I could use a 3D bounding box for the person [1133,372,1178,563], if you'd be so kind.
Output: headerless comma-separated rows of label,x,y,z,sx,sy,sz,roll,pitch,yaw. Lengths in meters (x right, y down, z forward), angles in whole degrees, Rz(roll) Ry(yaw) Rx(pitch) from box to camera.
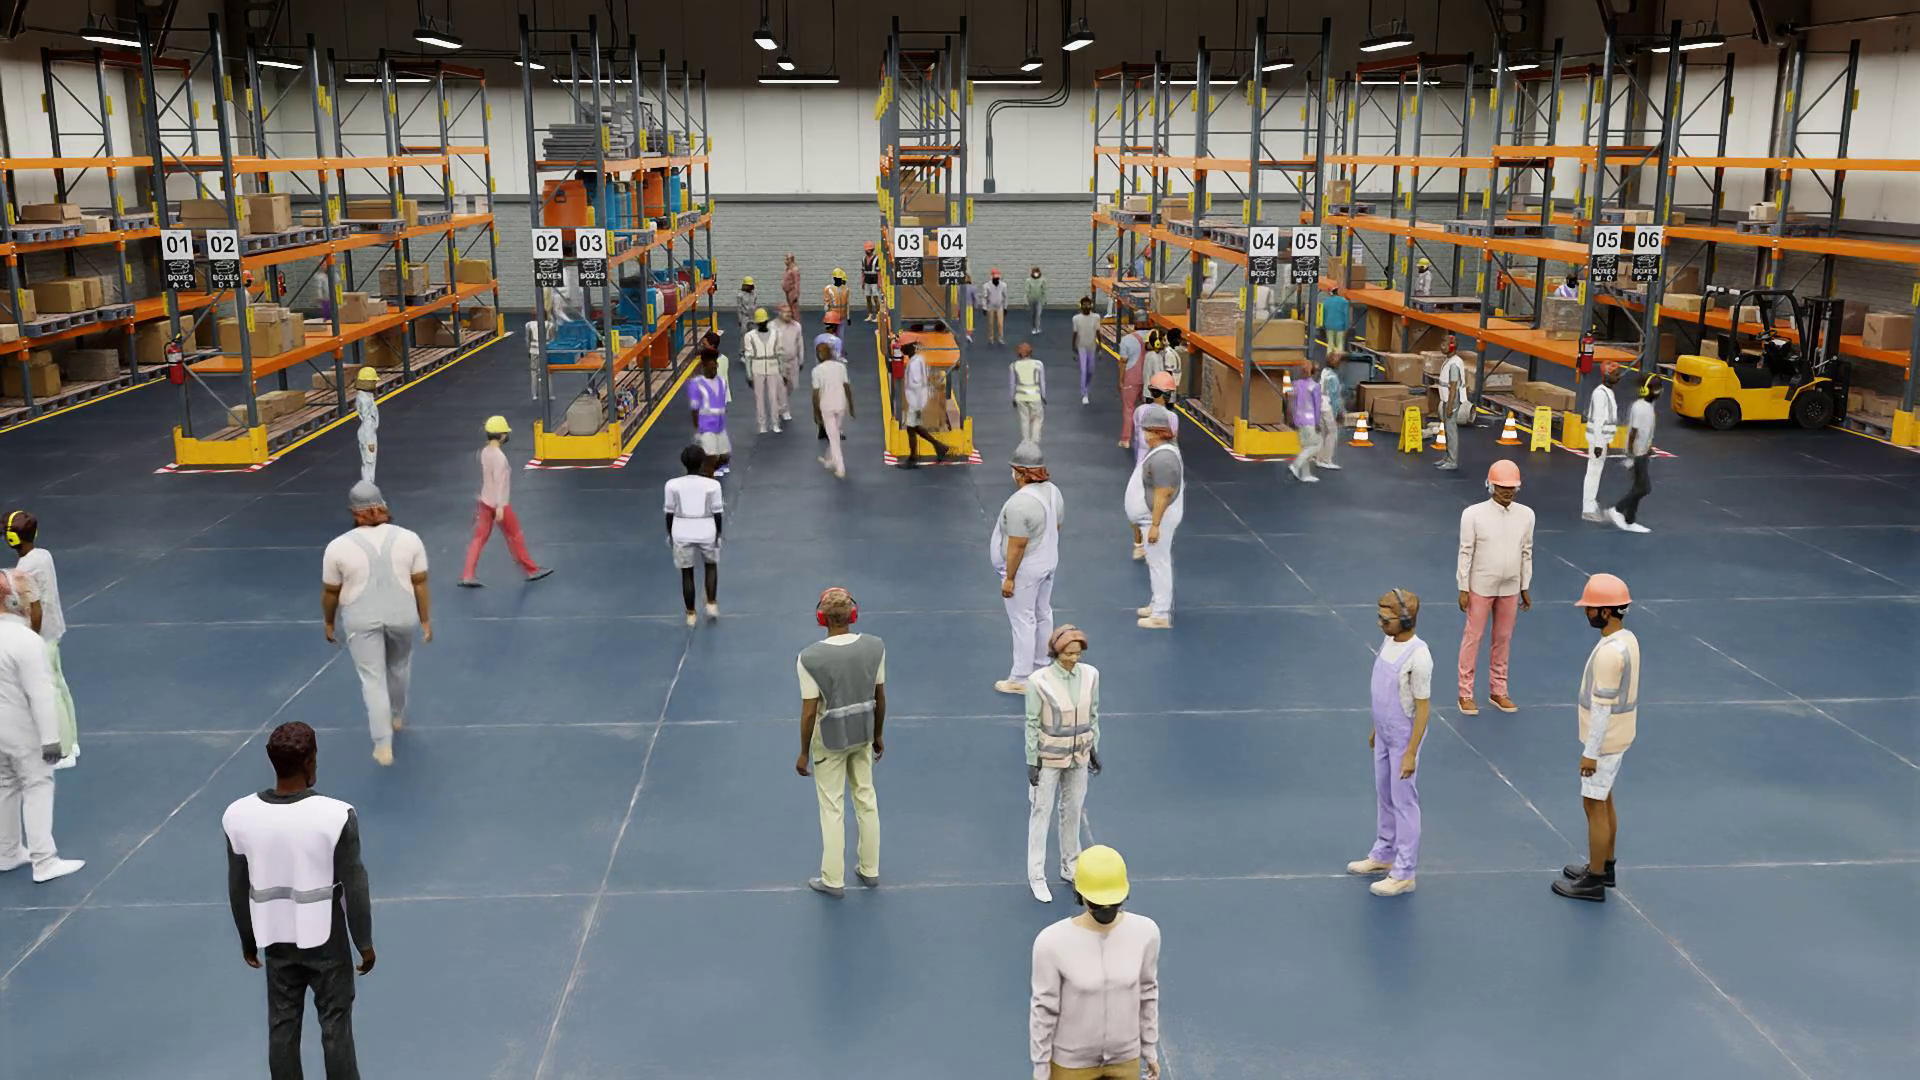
person,2.081,-0.755,17.496,0.417,2.035,0.602,-10,17,-37

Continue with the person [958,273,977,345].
person,0.124,-5.079,36.687,0.515,1.615,0.419,2,13,8

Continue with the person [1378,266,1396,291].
person,9.717,-5.386,37.824,0.318,1.697,0.535,-8,15,-30

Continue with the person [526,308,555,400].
person,-7.260,-3.231,28.836,0.510,1.629,0.316,0,13,1

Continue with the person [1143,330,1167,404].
person,2.683,-1.954,22.934,0.311,1.865,0.560,-2,13,-8

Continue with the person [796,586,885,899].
person,-0.678,1.183,9.679,0.570,1.840,0.373,-9,16,-33

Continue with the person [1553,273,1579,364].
person,12.338,-4.494,33.733,0.619,1.845,0.430,-2,13,-8

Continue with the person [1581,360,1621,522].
person,7.542,-1.169,19.562,0.356,1.881,0.575,7,15,27

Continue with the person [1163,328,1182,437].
person,3.157,-2.337,24.925,0.320,1.684,0.541,3,14,12

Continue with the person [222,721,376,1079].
person,-2.853,1.723,7.233,0.597,1.916,0.372,1,13,4

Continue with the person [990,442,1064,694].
person,0.504,0.211,13.372,0.538,2.000,0.684,8,16,31

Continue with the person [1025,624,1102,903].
person,0.596,1.282,9.698,0.514,1.640,0.309,-8,15,-30

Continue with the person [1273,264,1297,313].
person,8.669,-6.762,43.880,0.494,1.580,0.842,-8,16,-31

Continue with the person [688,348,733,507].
person,-3.076,-1.385,20.325,0.522,1.948,0.613,11,17,38

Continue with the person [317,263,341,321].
person,-14.865,-5.734,39.287,0.559,1.700,0.942,-9,16,-34

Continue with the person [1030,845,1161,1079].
person,0.528,1.997,6.399,0.533,1.767,0.326,-4,14,-16

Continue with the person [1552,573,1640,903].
person,3.722,1.140,9.696,0.390,1.925,0.549,8,15,29

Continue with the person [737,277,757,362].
person,-4.329,-4.513,34.023,0.492,1.742,0.321,-13,18,-43

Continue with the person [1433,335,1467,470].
person,6.691,-1.871,22.645,0.392,1.836,0.561,2,13,8

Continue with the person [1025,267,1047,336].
person,1.769,-5.585,38.885,0.517,1.582,0.880,0,13,1

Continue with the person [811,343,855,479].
person,-1.743,-1.736,22.187,0.582,1.779,0.937,-9,16,-33

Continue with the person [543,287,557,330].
person,-8.935,-4.956,35.957,0.482,1.722,0.573,-2,13,-8

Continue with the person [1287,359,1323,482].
person,4.504,-1.534,21.635,0.439,1.626,0.530,-5,14,-18

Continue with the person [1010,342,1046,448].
person,0.966,-1.999,23.615,0.536,1.617,0.371,3,14,12

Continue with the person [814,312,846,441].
person,-1.921,-2.447,24.878,0.546,1.928,0.384,12,18,42

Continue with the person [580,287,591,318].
person,-9.080,-6.041,40.451,0.315,1.767,0.533,-1,13,-4

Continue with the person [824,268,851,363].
person,-2.477,-4.539,33.736,0.585,1.928,0.370,-9,16,-34

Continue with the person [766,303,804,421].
person,-2.845,-2.902,26.895,0.654,1.889,0.650,-7,15,-27

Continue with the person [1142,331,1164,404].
person,2.751,-2.132,23.938,0.297,1.744,0.487,-4,14,-18

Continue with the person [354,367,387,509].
person,-7.125,-1.228,20.127,0.325,1.736,0.485,-5,14,-22

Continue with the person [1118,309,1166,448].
person,2.616,-2.364,24.282,0.685,2.000,0.535,-4,14,-15

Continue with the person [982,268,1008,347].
person,0.791,-5.099,36.560,0.593,1.711,0.855,-2,13,-9

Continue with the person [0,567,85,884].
person,-5.606,1.095,9.929,0.661,1.904,0.399,6,15,25

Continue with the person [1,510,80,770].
person,-6.460,0.704,11.663,0.331,1.866,0.513,-4,14,-15

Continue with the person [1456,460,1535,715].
person,4.125,0.361,12.836,0.612,1.995,0.377,-2,13,-10

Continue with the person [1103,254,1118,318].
person,3.910,-6.557,42.904,0.513,1.640,0.311,-12,18,-41

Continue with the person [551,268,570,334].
person,-9.324,-5.713,38.859,0.743,1.859,0.586,8,15,30

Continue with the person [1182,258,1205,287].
person,5.307,-5.466,37.785,0.596,1.883,0.994,-2,13,-10

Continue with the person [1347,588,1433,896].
person,2.548,1.171,9.741,0.345,1.840,0.504,-3,14,-11

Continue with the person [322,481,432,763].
person,-4.250,0.519,12.068,0.710,2.000,1.055,-8,15,-29

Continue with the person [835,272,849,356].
person,-2.513,-4.770,35.080,0.322,1.761,0.522,2,14,10

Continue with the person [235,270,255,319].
person,-13.883,-4.251,32.397,0.405,1.989,0.623,-9,16,-34

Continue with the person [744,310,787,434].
person,-2.951,-2.547,25.385,0.631,1.904,0.749,-3,14,-12

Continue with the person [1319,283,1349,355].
person,7.336,-4.185,32.692,0.581,1.708,0.564,3,14,13

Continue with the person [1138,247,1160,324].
person,4.673,-6.080,40.149,0.938,1.977,0.620,10,16,36

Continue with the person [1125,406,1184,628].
person,1.773,-0.223,15.212,0.538,2.000,0.714,3,14,11

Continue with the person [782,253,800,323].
person,-3.940,-5.723,38.808,0.399,1.905,0.643,-5,14,-20

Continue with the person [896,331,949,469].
person,-0.537,-1.880,22.519,0.655,1.906,0.549,0,13,2

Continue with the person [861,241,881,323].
person,-2.238,-6.460,41.663,0.613,2.031,0.402,10,16,36

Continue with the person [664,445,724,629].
person,-2.430,-0.044,15.226,0.543,1.681,0.545,-2,13,-7

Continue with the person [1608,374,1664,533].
person,7.693,-0.968,18.780,0.431,1.845,0.652,11,17,38

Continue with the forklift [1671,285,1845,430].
forklift,12.503,-2.886,26.166,2.313,2.155,1.214,-1,13,-3

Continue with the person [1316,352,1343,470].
person,5.012,-1.764,22.655,0.327,1.618,0.543,-1,13,-3

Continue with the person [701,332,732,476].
person,-3.263,-1.813,22.209,0.391,1.920,0.590,3,14,14

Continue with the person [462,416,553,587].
person,-4.595,-0.386,16.585,0.934,1.716,0.539,-10,16,-36

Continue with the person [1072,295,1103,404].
person,2.184,-3.303,28.677,0.526,1.852,0.748,-2,13,-6

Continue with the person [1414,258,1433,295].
person,10.693,-5.590,38.428,0.405,1.824,0.585,0,13,0
